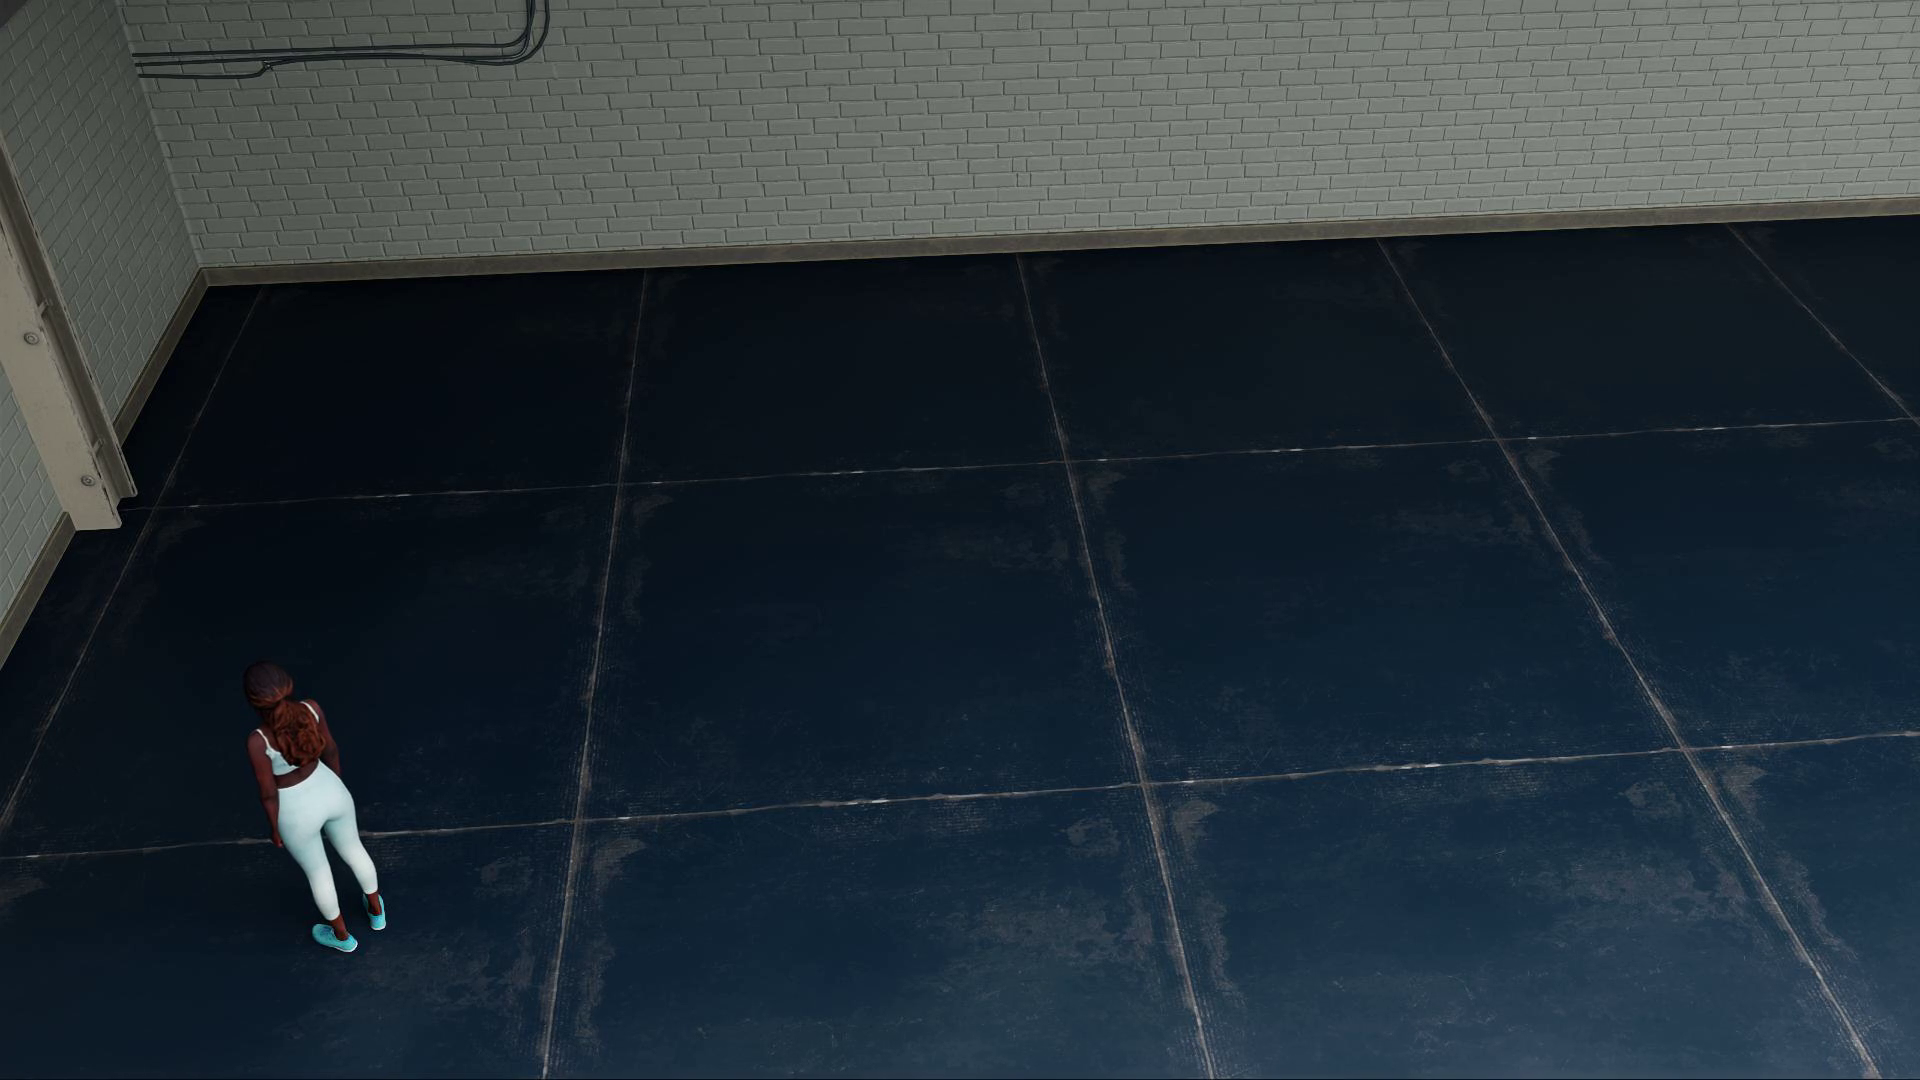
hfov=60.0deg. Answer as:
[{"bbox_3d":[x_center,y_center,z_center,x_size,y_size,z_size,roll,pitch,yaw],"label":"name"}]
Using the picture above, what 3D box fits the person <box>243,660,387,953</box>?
[{"bbox_3d":[-2.972,1.225,7.616,0.716,1.725,0.648,25,44,28],"label":"person"}]
